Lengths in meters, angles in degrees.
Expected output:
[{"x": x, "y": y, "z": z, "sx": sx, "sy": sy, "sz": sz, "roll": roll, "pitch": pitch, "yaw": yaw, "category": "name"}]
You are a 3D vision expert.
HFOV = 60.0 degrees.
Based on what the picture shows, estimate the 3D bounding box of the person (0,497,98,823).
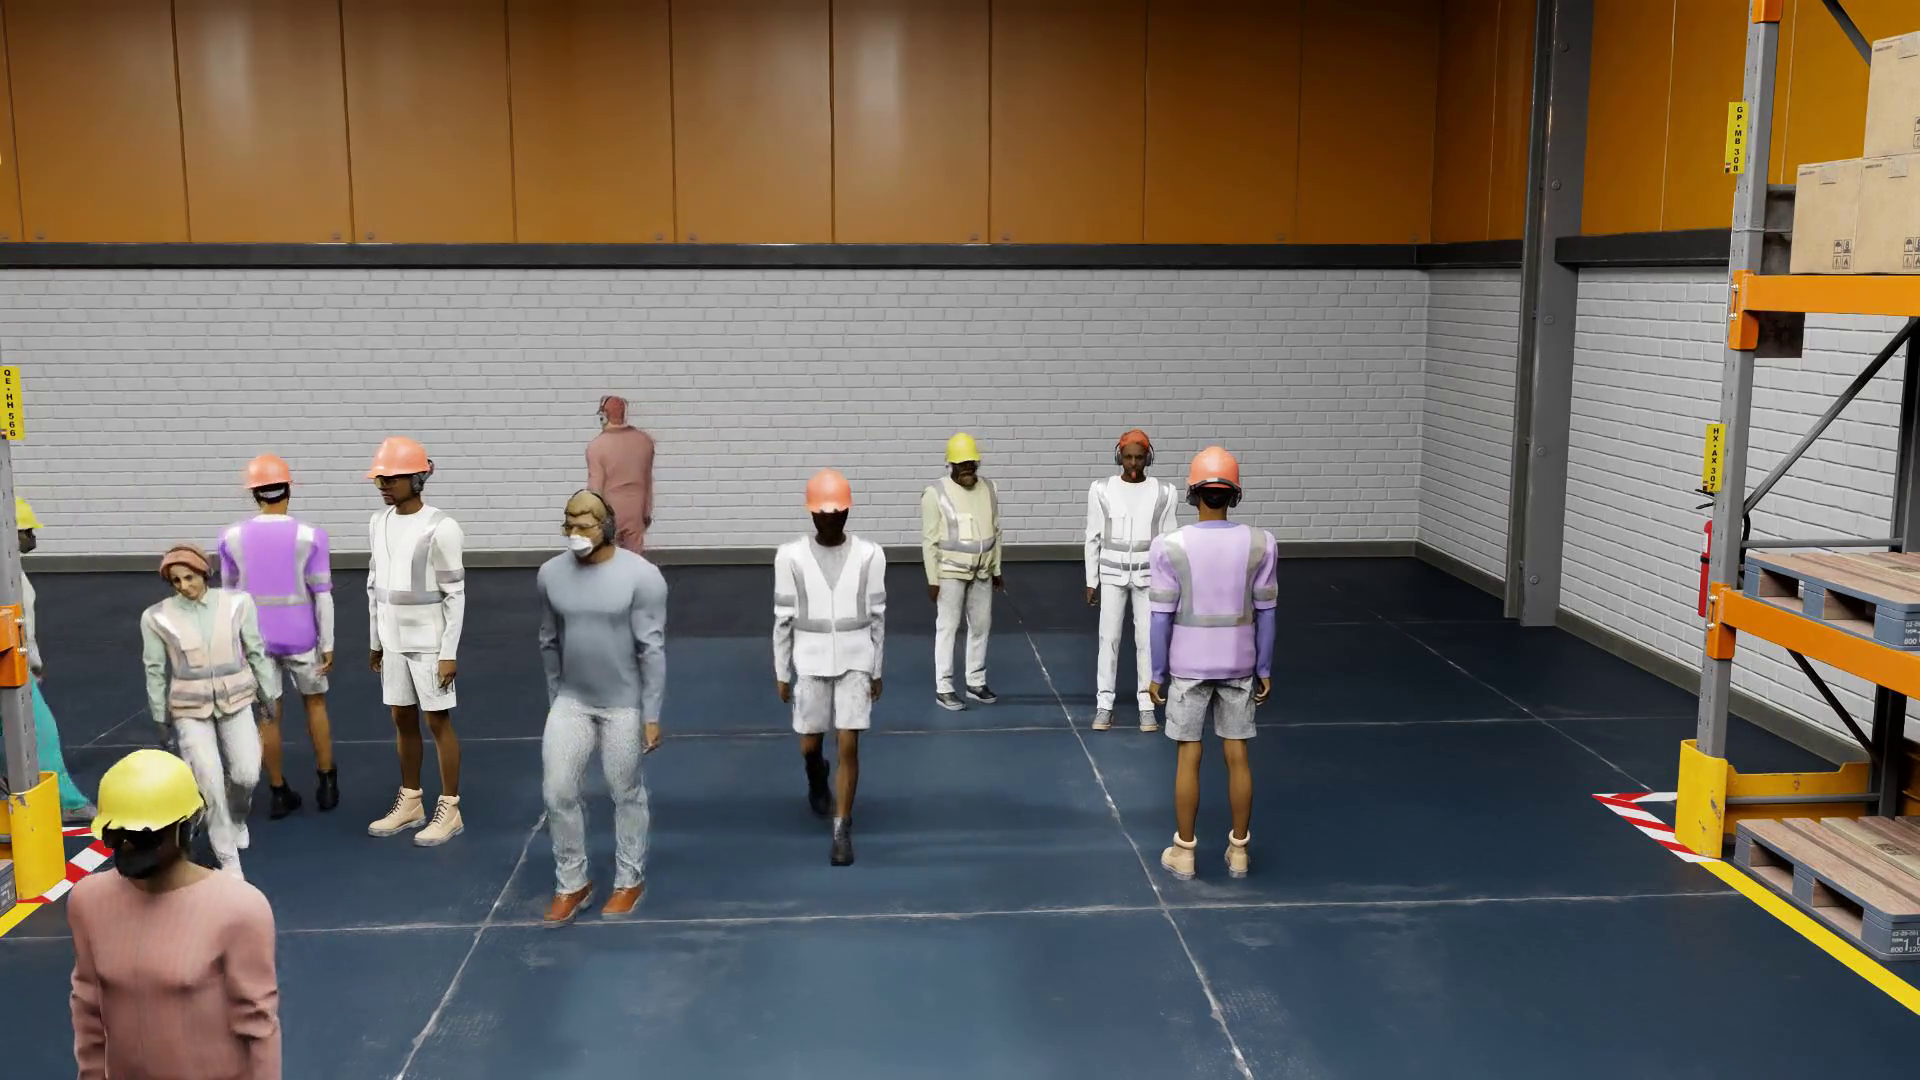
[{"x": -4.890, "y": 0.634, "z": 8.467, "sx": 0.919, "sy": 1.721, "sz": 0.532, "roll": -4, "pitch": 10, "yaw": -23, "category": "person"}]

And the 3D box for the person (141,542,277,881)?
[{"x": -3.513, "y": 0.790, "z": 7.807, "sx": 0.558, "sy": 1.614, "sz": 0.449, "roll": -6, "pitch": 11, "yaw": -34, "category": "person"}]

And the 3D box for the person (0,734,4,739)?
[{"x": -5.572, "y": 0.519, "z": 9.247, "sx": 0.735, "sy": 1.720, "sz": 0.499, "roll": -2, "pitch": 9, "yaw": -14, "category": "person"}]

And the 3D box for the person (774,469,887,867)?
[{"x": -0.638, "y": 0.585, "z": 8.201, "sx": 0.548, "sy": 1.918, "sz": 0.726, "roll": -1, "pitch": 9, "yaw": -7, "category": "person"}]

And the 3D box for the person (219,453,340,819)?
[{"x": -3.555, "y": 0.493, "z": 8.735, "sx": 0.555, "sy": 1.918, "sz": 0.519, "roll": -2, "pitch": 9, "yaw": -12, "category": "person"}]

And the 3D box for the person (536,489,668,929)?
[{"x": -1.573, "y": 0.742, "z": 7.185, "sx": 0.642, "sy": 1.920, "sz": 0.647, "roll": 2, "pitch": 9, "yaw": 12, "category": "person"}]

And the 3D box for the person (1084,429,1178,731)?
[{"x": 1.060, "y": 0.255, "z": 10.352, "sx": 0.576, "sy": 1.883, "sz": 0.355, "roll": 1, "pitch": 9, "yaw": 6, "category": "person"}]

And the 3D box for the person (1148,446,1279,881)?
[{"x": 1.170, "y": 0.582, "z": 7.795, "sx": 0.608, "sy": 2.044, "sz": 0.371, "roll": -1, "pitch": 9, "yaw": -5, "category": "person"}]

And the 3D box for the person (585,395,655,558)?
[{"x": -2.675, "y": -0.207, "z": 13.224, "sx": 0.644, "sy": 1.889, "sz": 0.650, "roll": 9, "pitch": 12, "yaw": 43, "category": "person"}]

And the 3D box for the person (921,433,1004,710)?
[{"x": 0.031, "y": 0.195, "z": 10.931, "sx": 0.607, "sy": 1.818, "sz": 0.404, "roll": -6, "pitch": 11, "yaw": -33, "category": "person"}]

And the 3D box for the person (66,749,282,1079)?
[{"x": -1.852, "y": 1.341, "z": 3.926, "sx": 0.545, "sy": 1.747, "sz": 0.489, "roll": 1, "pitch": 9, "yaw": 5, "category": "person"}]

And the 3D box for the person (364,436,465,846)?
[{"x": -2.736, "y": 0.503, "z": 8.297, "sx": 0.607, "sy": 2.044, "sz": 0.379, "roll": 5, "pitch": 10, "yaw": 29, "category": "person"}]
